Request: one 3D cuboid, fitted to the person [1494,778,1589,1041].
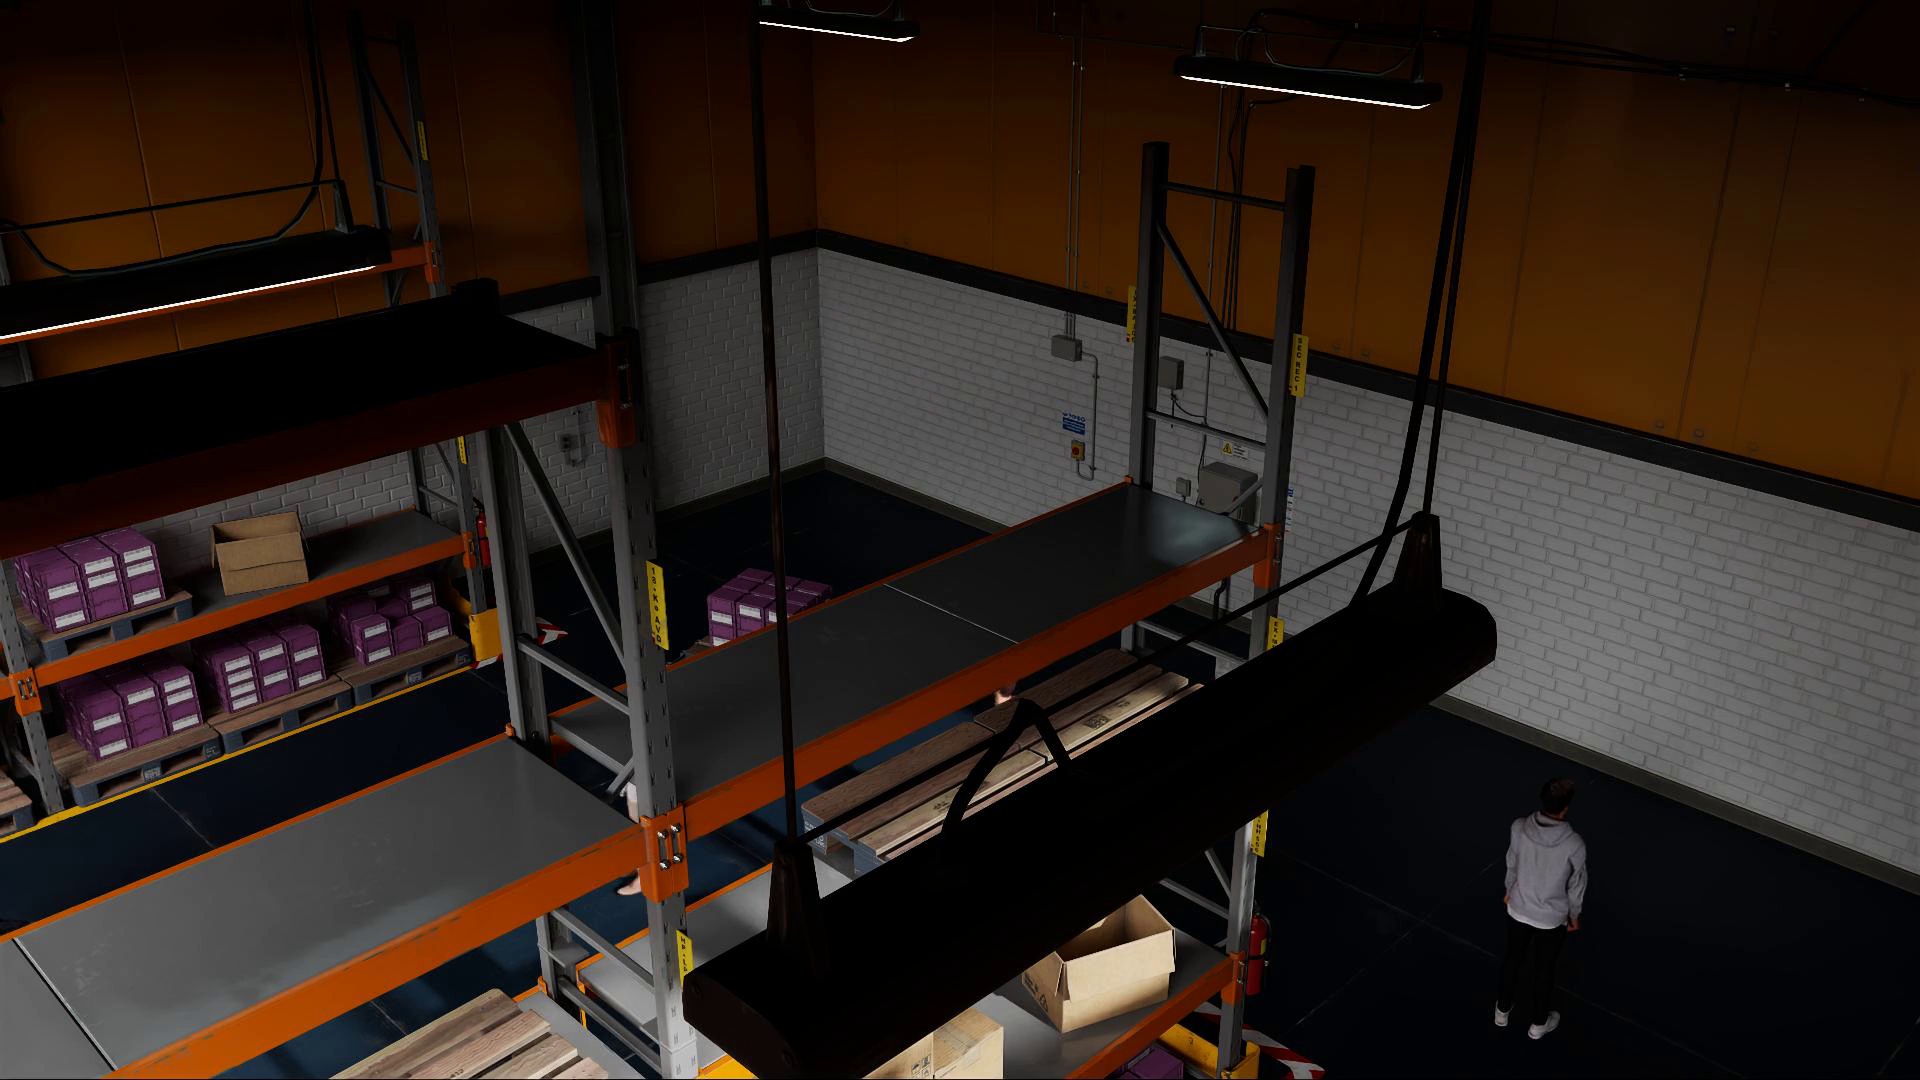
[{"bbox_3d":[3.828,2.423,10.992,0.712,1.931,0.647,16,28,32],"label":"person"}]
